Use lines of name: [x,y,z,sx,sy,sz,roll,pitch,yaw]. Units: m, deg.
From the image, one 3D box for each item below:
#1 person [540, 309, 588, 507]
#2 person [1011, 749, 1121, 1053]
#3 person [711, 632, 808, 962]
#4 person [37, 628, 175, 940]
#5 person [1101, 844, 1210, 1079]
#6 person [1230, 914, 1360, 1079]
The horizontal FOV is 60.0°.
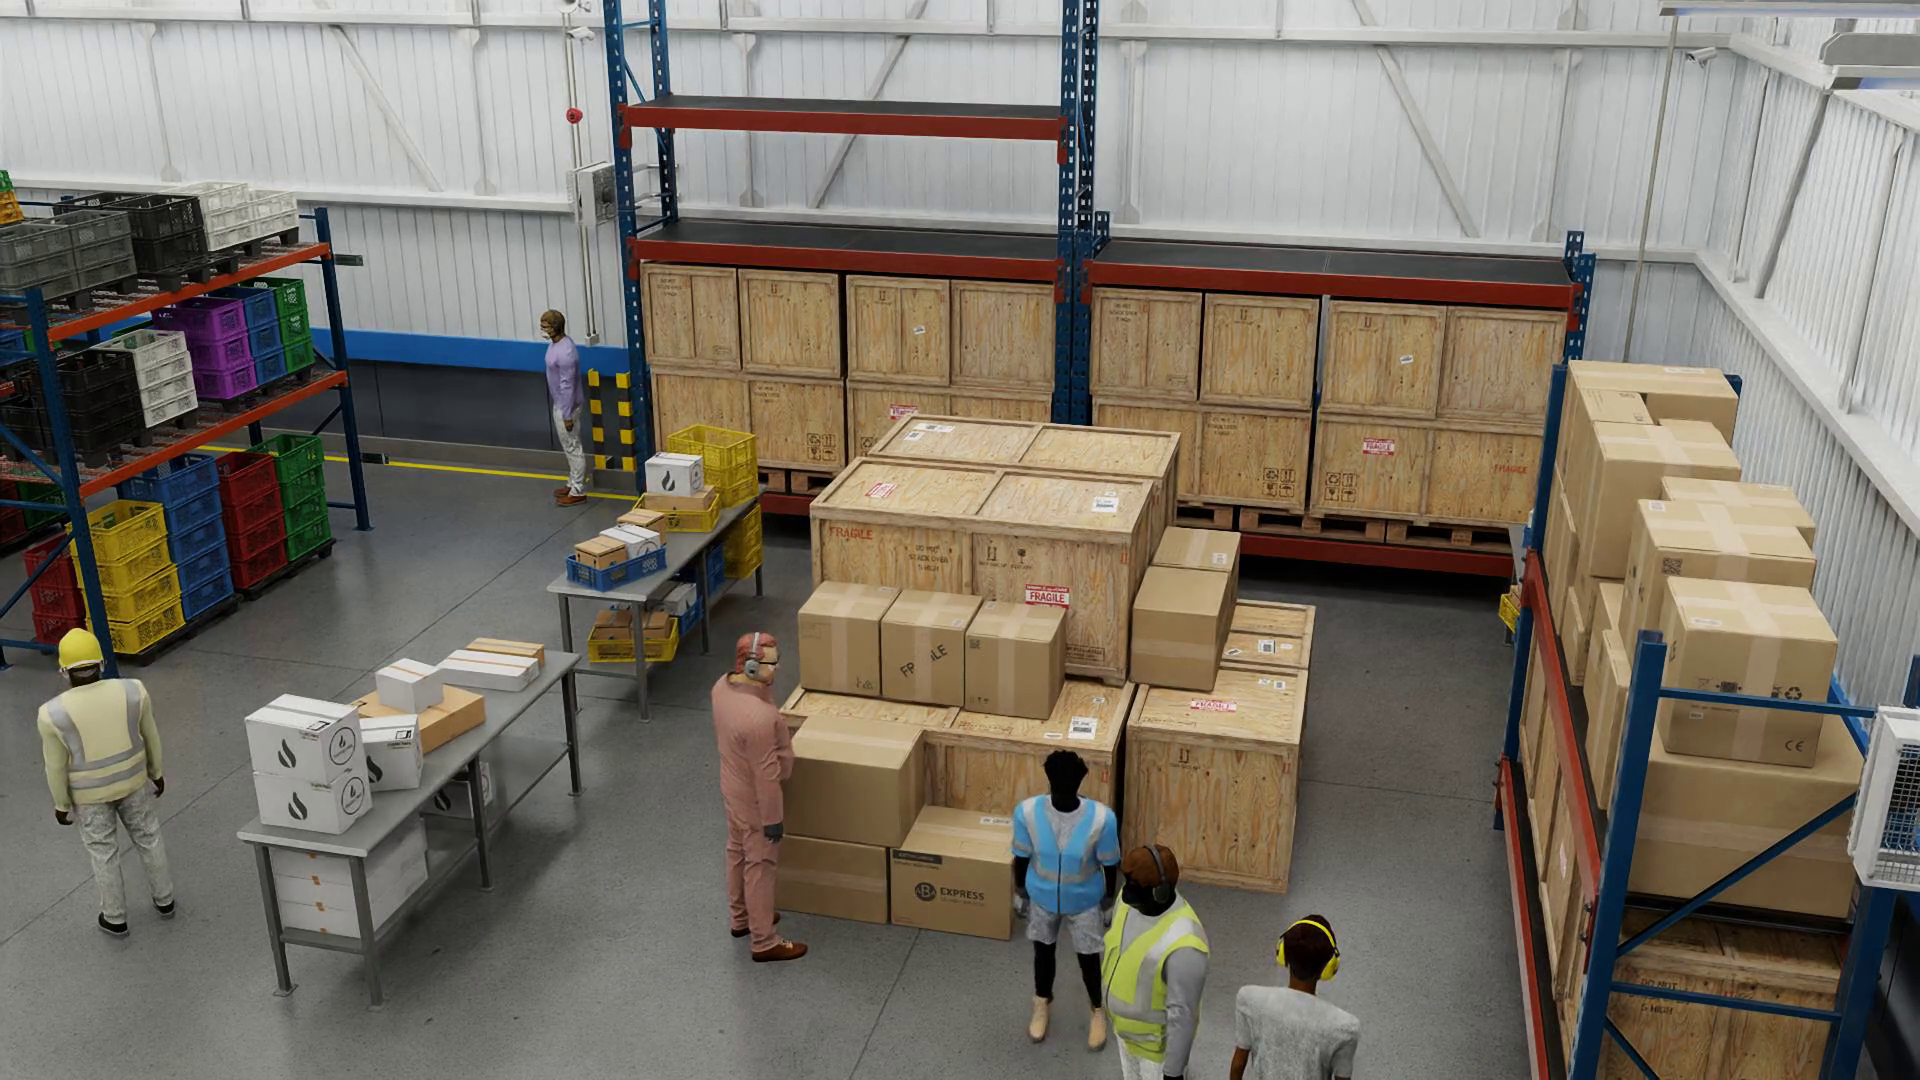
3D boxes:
person: [-3.814,-1.285,16.065,0.375,1.933,0.625,-7,22,-18]
person: [0.527,1.795,8.349,0.548,1.691,0.320,6,22,15]
person: [-1.102,1.388,9.112,0.399,1.902,0.643,-10,23,-25]
person: [-4.768,1.352,9.299,0.599,1.830,0.403,-19,28,-41]
person: [0.827,2.133,7.264,0.431,1.835,0.624,-7,22,-19]
person: [1.313,2.341,6.685,0.517,1.859,0.328,9,23,21]
